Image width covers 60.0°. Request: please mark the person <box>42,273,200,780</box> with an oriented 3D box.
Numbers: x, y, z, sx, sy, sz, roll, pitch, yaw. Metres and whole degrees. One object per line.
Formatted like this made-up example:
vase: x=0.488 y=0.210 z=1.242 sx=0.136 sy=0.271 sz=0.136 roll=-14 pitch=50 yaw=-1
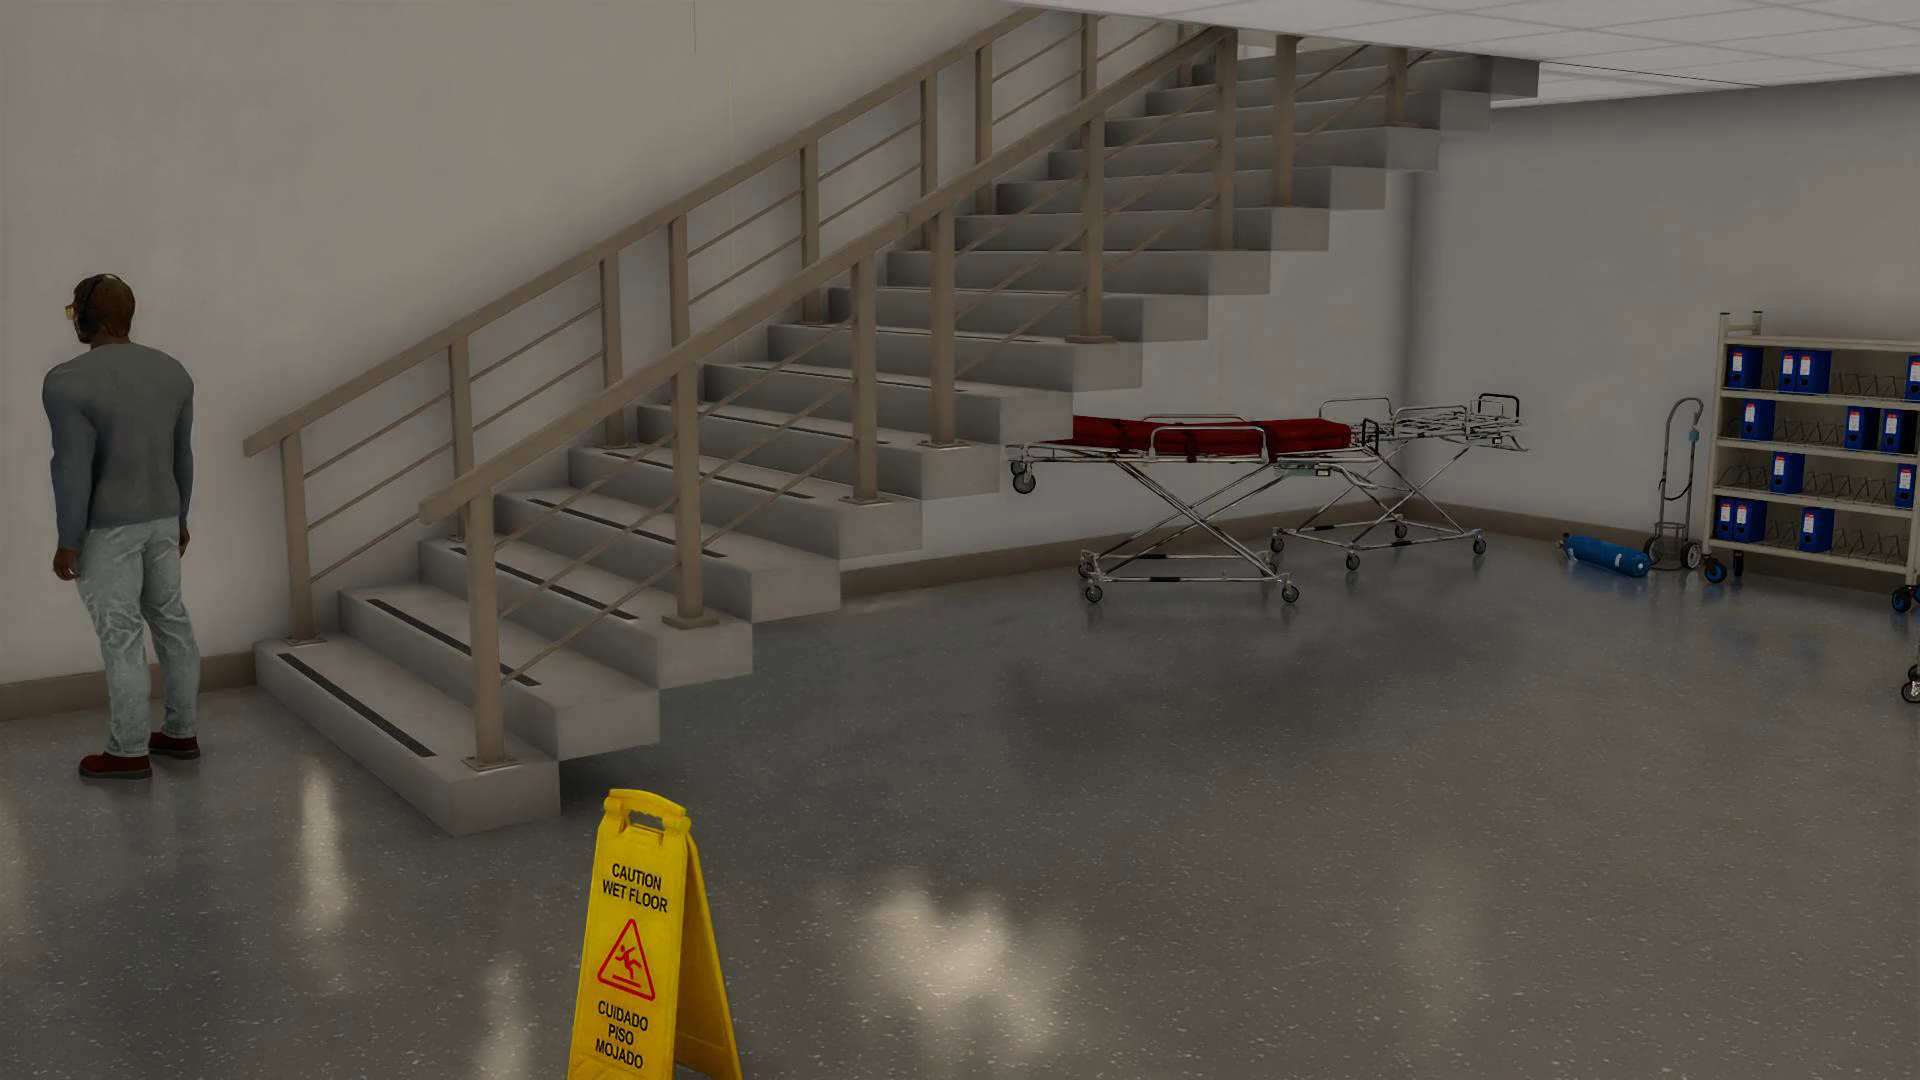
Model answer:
person: x=-3.219 y=-0.048 z=6.413 sx=0.372 sy=1.940 sz=0.630 roll=4 pitch=10 yaw=20
